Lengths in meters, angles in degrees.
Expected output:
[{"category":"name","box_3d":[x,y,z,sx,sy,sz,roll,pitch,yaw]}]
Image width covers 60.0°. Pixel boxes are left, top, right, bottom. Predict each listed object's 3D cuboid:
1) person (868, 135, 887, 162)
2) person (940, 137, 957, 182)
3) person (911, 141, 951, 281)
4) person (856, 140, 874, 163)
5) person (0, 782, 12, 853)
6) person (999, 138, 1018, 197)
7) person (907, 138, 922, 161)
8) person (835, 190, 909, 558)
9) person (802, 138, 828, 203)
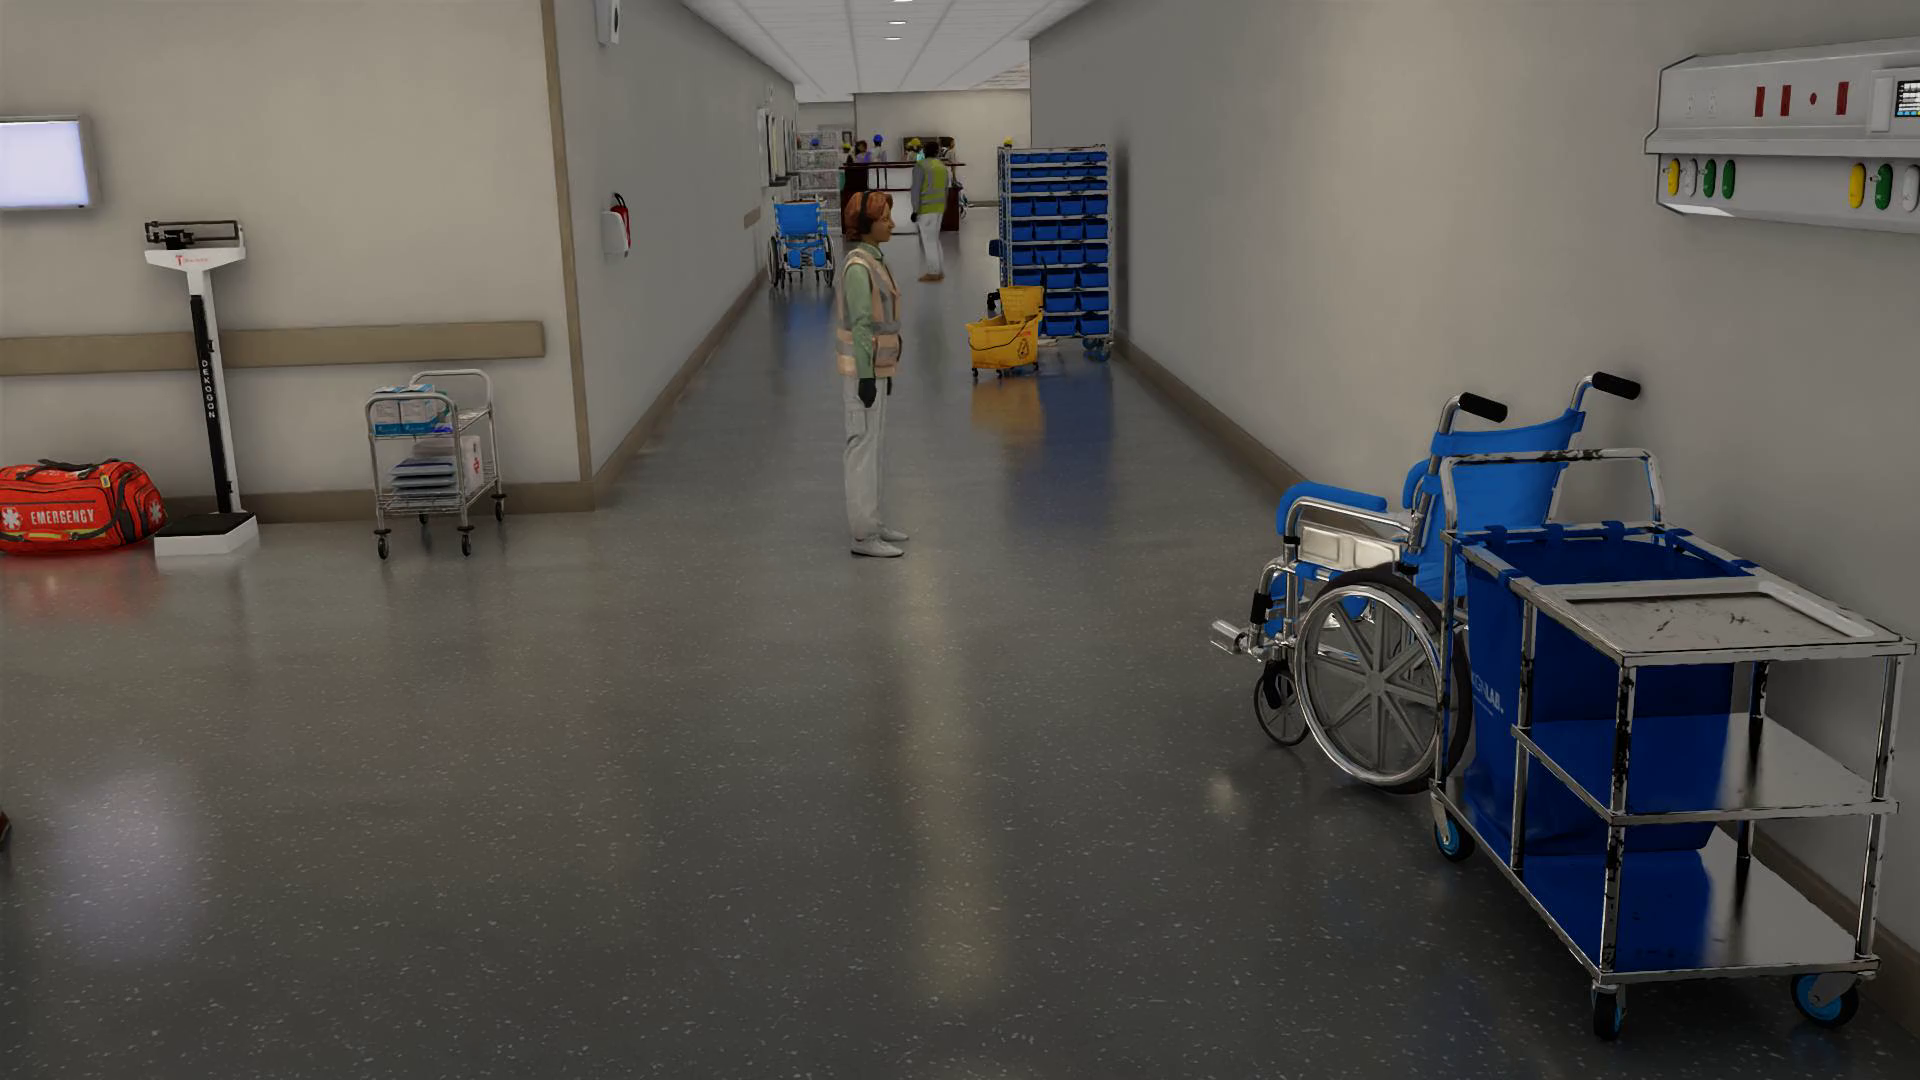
[{"category":"person","box_3d":[-2.088,-9.372,42.537,0.605,1.948,0.404,9,17,37]},{"category":"person","box_3d":[-0.253,-8.493,38.932,0.351,1.842,0.507,-10,16,-31]},{"category":"person","box_3d":[-0.392,-4.298,21.812,0.433,1.814,0.660,8,17,34]},{"category":"person","box_3d":[-2.290,-8.622,39.744,0.502,1.819,0.604,-14,18,-41]},{"category":"person","box_3d":[-2.880,-0.050,4.342,0.635,1.937,0.352,-13,18,-40]},{"category":"person","box_3d":[1.221,-9.118,41.482,0.525,1.772,0.309,6,16,30]},{"category":"person","box_3d":[-1.047,-8.590,39.449,0.404,1.828,0.603,-5,14,-12]},{"category":"person","box_3d":[-0.405,-0.752,7.555,0.315,1.641,0.514,0,14,5]},{"category":"person","box_3d":[-4.356,-10.974,49.491,0.619,1.915,0.906,9,17,36]}]
